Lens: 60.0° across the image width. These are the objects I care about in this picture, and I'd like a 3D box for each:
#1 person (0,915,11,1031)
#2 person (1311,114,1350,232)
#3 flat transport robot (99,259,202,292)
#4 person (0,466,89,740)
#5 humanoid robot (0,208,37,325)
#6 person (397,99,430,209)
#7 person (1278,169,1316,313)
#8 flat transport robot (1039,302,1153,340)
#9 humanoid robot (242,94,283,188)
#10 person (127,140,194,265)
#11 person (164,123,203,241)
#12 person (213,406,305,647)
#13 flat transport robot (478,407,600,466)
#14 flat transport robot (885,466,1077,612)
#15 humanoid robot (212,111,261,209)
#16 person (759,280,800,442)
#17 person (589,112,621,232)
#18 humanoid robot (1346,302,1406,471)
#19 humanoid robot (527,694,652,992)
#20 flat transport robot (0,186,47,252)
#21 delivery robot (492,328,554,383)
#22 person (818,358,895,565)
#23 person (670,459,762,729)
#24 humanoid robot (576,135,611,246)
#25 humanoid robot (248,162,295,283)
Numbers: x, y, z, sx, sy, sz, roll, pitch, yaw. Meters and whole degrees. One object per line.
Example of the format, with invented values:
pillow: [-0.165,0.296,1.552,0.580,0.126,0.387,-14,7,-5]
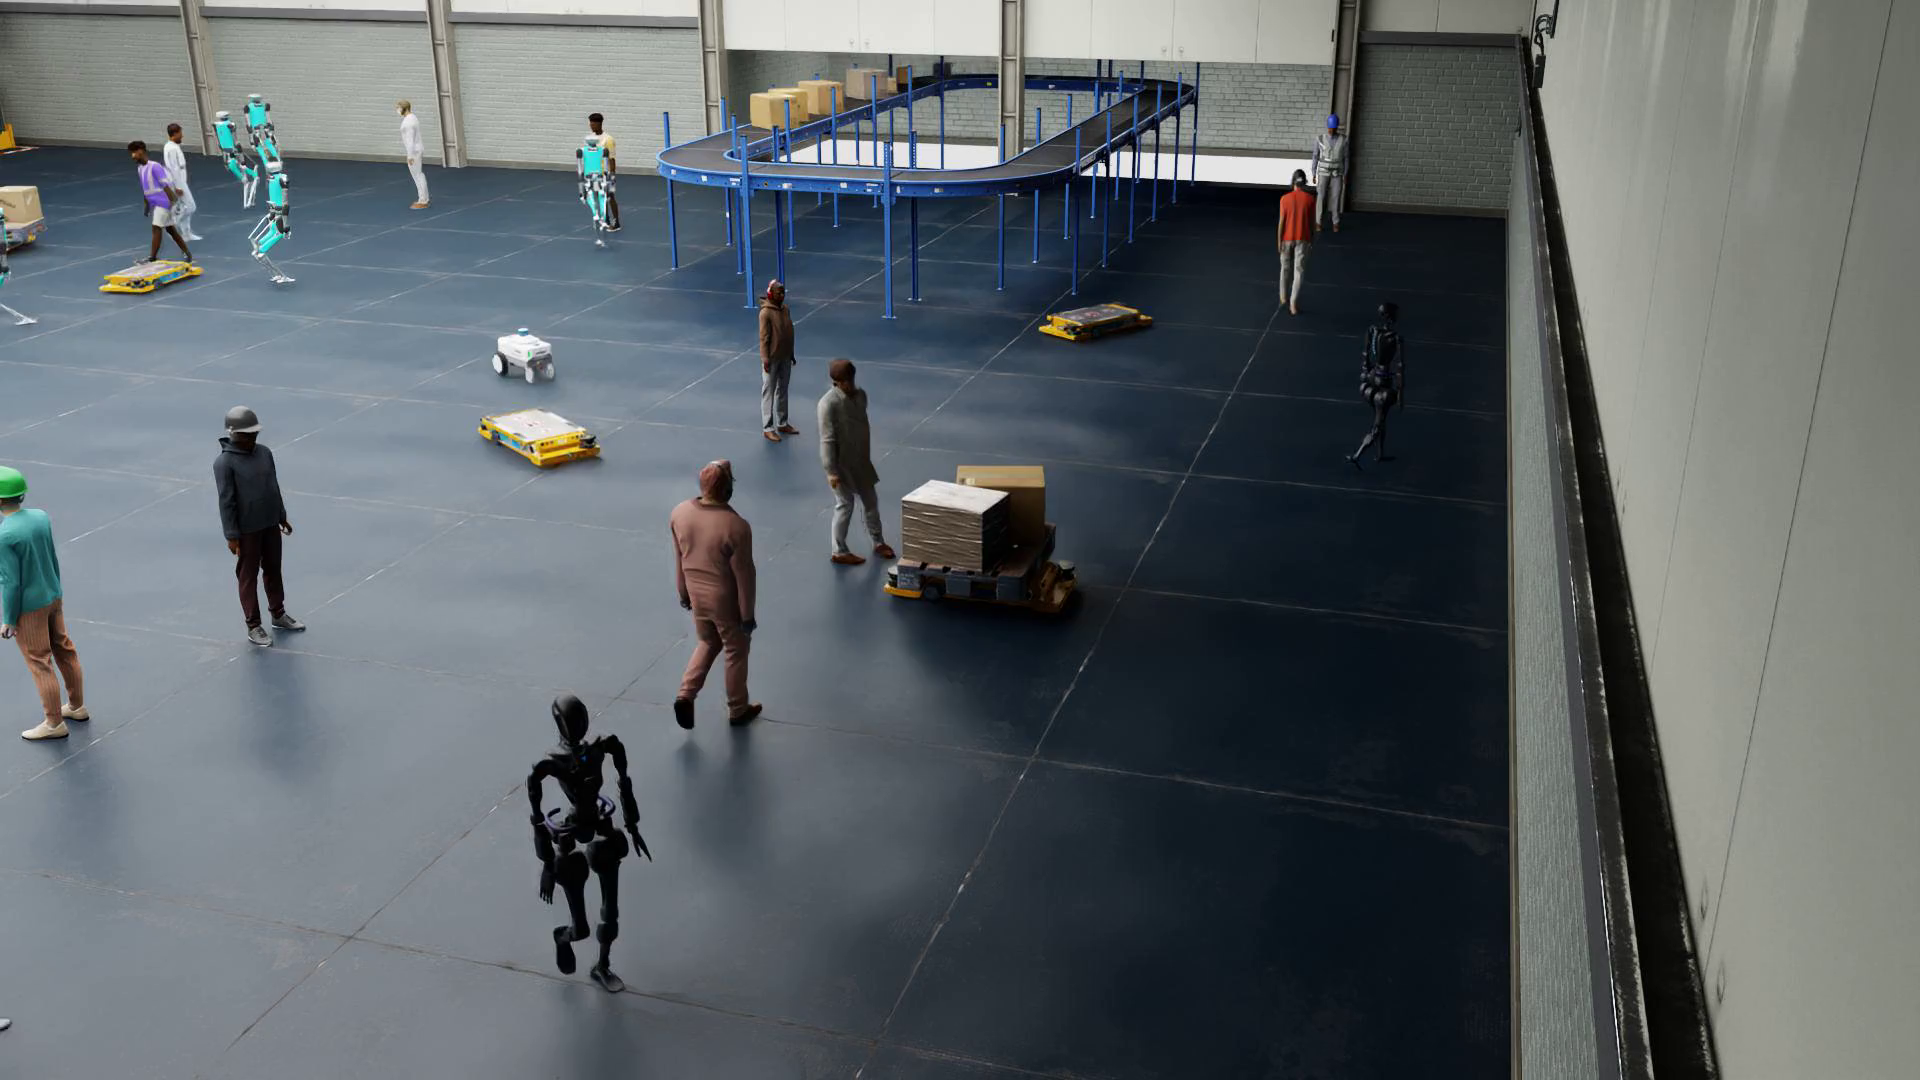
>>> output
person: [-4.840,1.672,7.942,0.382,1.625,0.546,-11,24,-27]
person: [6.168,-6.111,27.720,0.617,1.935,0.415,1,21,3]
flat transport robot: [-11.710,-3.820,24.085,0.659,0.231,1.431,4,21,10]
person: [-6.075,0.406,10.887,0.351,1.879,0.509,3,21,8]
humanoid robot: [-12.535,-3.506,21.296,1.033,1.771,0.546,-19,28,-40]
person: [-9.820,-6.929,29.858,0.389,1.930,0.635,-4,21,-10]
person: [4.546,-4.072,22.514,0.479,1.875,0.913,5,22,12]
flat transport robot: [1.768,-2.825,21.505,1.431,0.231,0.659,-17,27,-37]
humanoid robot: [-13.307,-7.623,31.961,0.722,1.814,0.536,17,27,38]
person: [-12.046,-5.024,24.947,0.848,1.895,0.649,-16,26,-36]
person: [-12.641,-5.765,26.876,0.477,1.893,0.623,-10,23,-23]
person: [-5.233,-0.122,12.347,0.374,1.811,0.548,10,23,25]
flat transport robot: [-4.301,-1.062,16.931,0.659,0.231,1.431,-17,27,-36]
flat transport robot: [0.169,0.316,13.358,1.431,0.231,0.659,6,22,15]
humanoid robot: [-12.817,-6.752,29.681,0.534,1.815,0.734,11,24,27]
person: [-1.883,-1.857,17.067,0.331,1.651,0.460,14,25,32]
person: [-5.970,-6.155,27.805,0.608,1.956,0.390,19,28,40]
humanoid robot: [4.050,-1.504,16.178,0.740,1.641,0.596,-12,24,-28]
humanoid robot: [-1.870,1.502,8.325,0.587,1.652,0.412,-17,27,-37]
flat transport robot: [-15.314,-4.725,26.432,0.659,0.231,1.431,-3,21,-7]
delivery robot: [-5.076,-2.173,19.407,0.791,0.587,0.499,20,28,41]
person: [-0.865,-0.644,13.734,0.477,1.812,0.663,16,26,36]
person: [-1.601,0.390,10.908,0.658,1.890,0.625,12,24,29]
humanoid robot: [-5.722,-5.458,26.306,0.552,1.778,0.861,-10,23,-23]
humanoid robot: [-9.823,-4.478,23.565,0.735,1.677,0.533,-20,28,-41]
